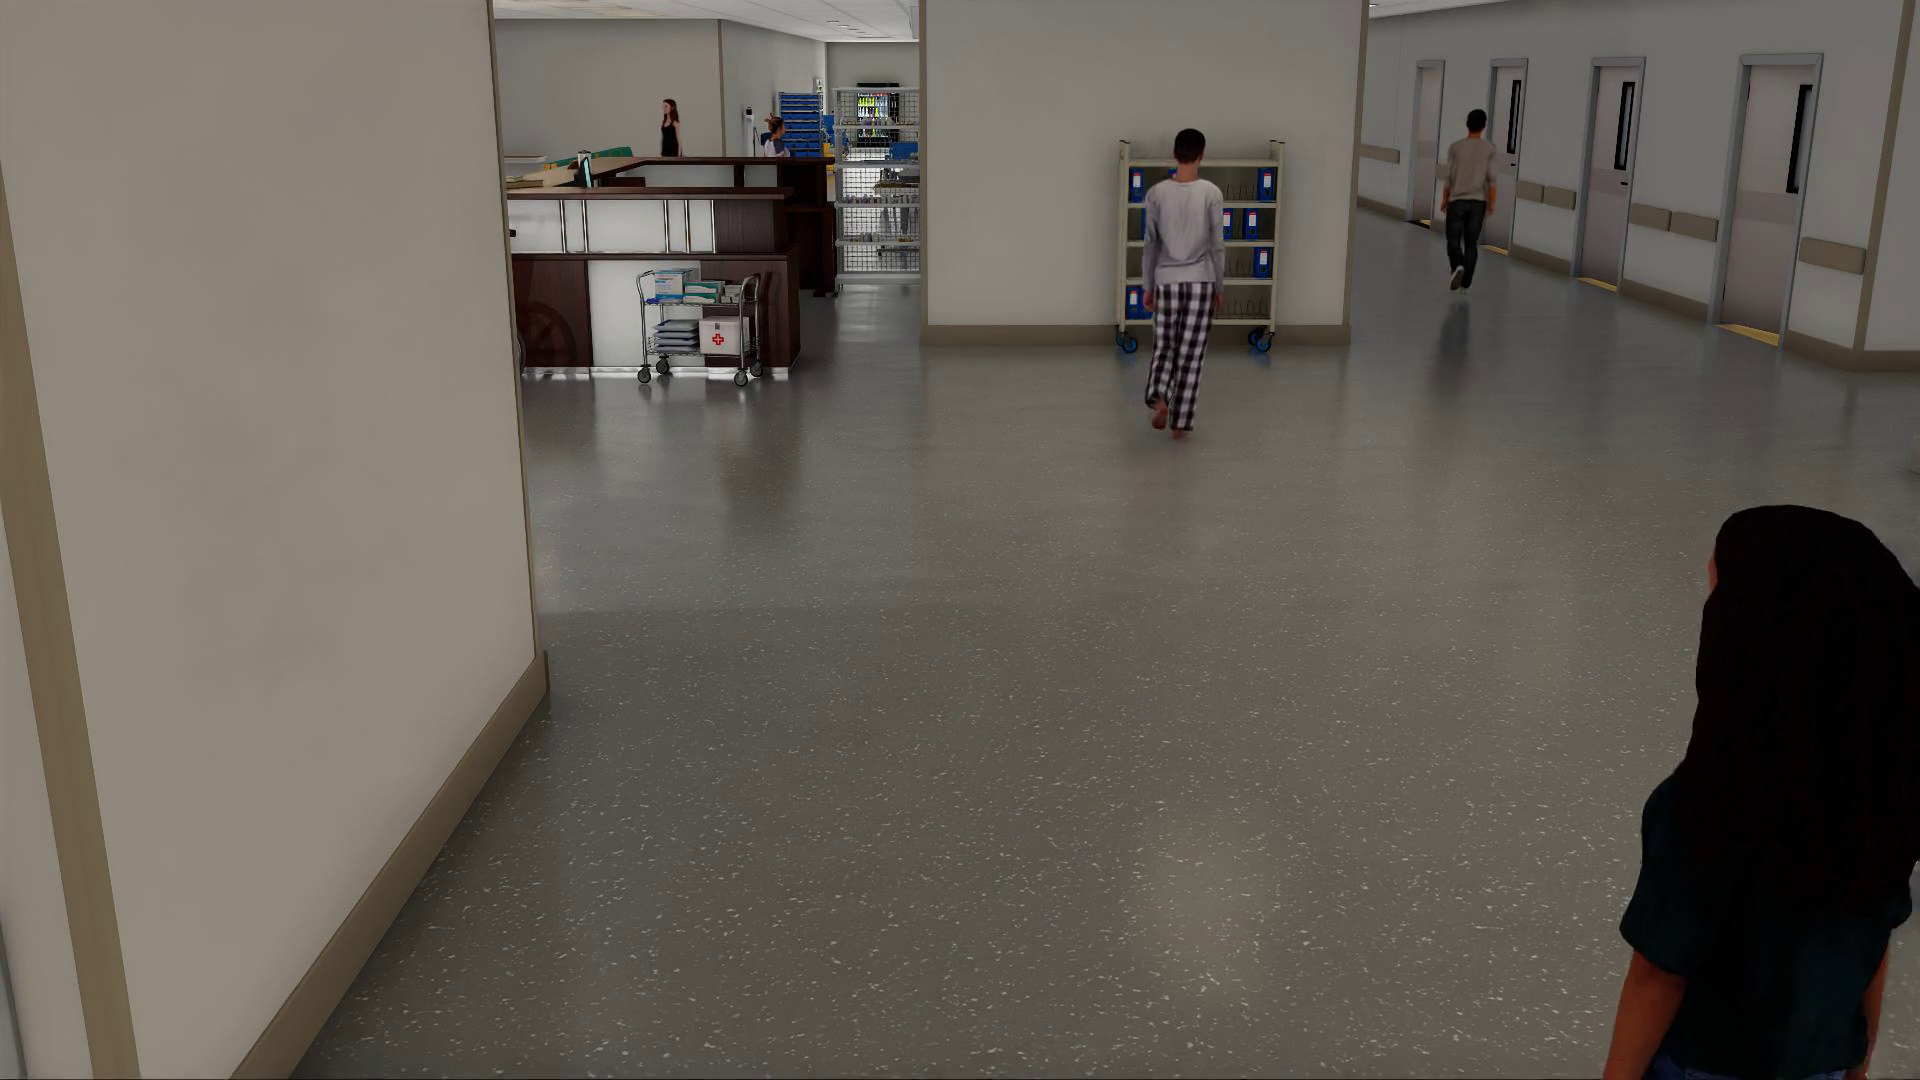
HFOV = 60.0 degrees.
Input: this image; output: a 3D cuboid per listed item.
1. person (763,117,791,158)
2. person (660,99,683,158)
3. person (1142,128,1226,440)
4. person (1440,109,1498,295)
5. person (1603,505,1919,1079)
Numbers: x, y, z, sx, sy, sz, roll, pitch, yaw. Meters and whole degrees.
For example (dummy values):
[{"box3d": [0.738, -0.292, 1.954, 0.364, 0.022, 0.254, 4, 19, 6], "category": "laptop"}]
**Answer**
[{"box3d": [-2.257, -4.423, 20.661, 0.702, 1.625, 0.665, -11, 19, -35], "category": "person"}, {"box3d": [-4.549, -6.089, 26.346, 0.629, 1.746, 0.726, 11, 19, 34], "category": "person"}, {"box3d": [1.313, -1.481, 9.841, 0.773, 1.834, 0.811, 5, 17, 17], "category": "person"}, {"box3d": [4.995, -3.307, 16.381, 0.878, 1.799, 0.863, 4, 16, 15], "category": "person"}, {"box3d": [1.149, 0.759, 2.308, 0.670, 1.610, 0.761, -7, 17, -22], "category": "person"}]
